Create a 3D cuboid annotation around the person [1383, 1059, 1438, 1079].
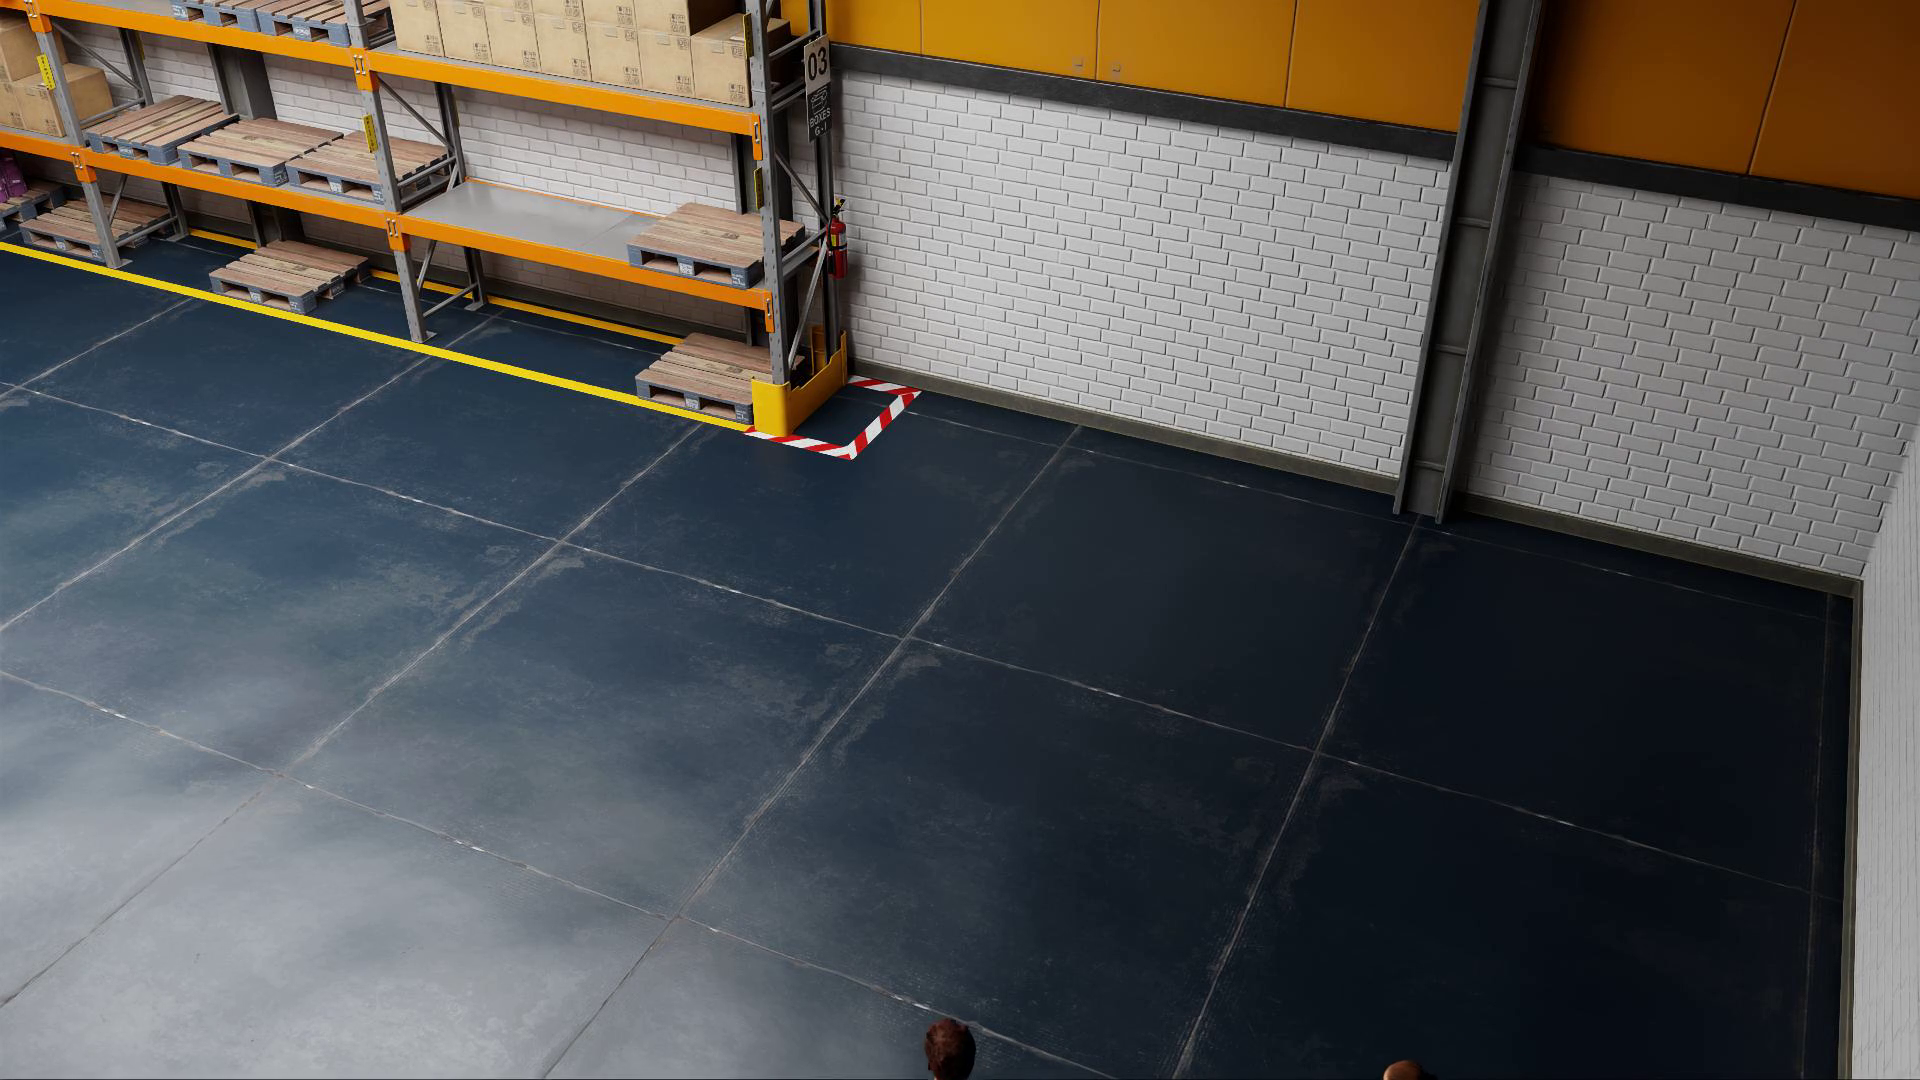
[{"bbox_3d":[2.028,2.830,7.575,0.767,1.296,0.689,-5,34,-8],"label":"person"}]
